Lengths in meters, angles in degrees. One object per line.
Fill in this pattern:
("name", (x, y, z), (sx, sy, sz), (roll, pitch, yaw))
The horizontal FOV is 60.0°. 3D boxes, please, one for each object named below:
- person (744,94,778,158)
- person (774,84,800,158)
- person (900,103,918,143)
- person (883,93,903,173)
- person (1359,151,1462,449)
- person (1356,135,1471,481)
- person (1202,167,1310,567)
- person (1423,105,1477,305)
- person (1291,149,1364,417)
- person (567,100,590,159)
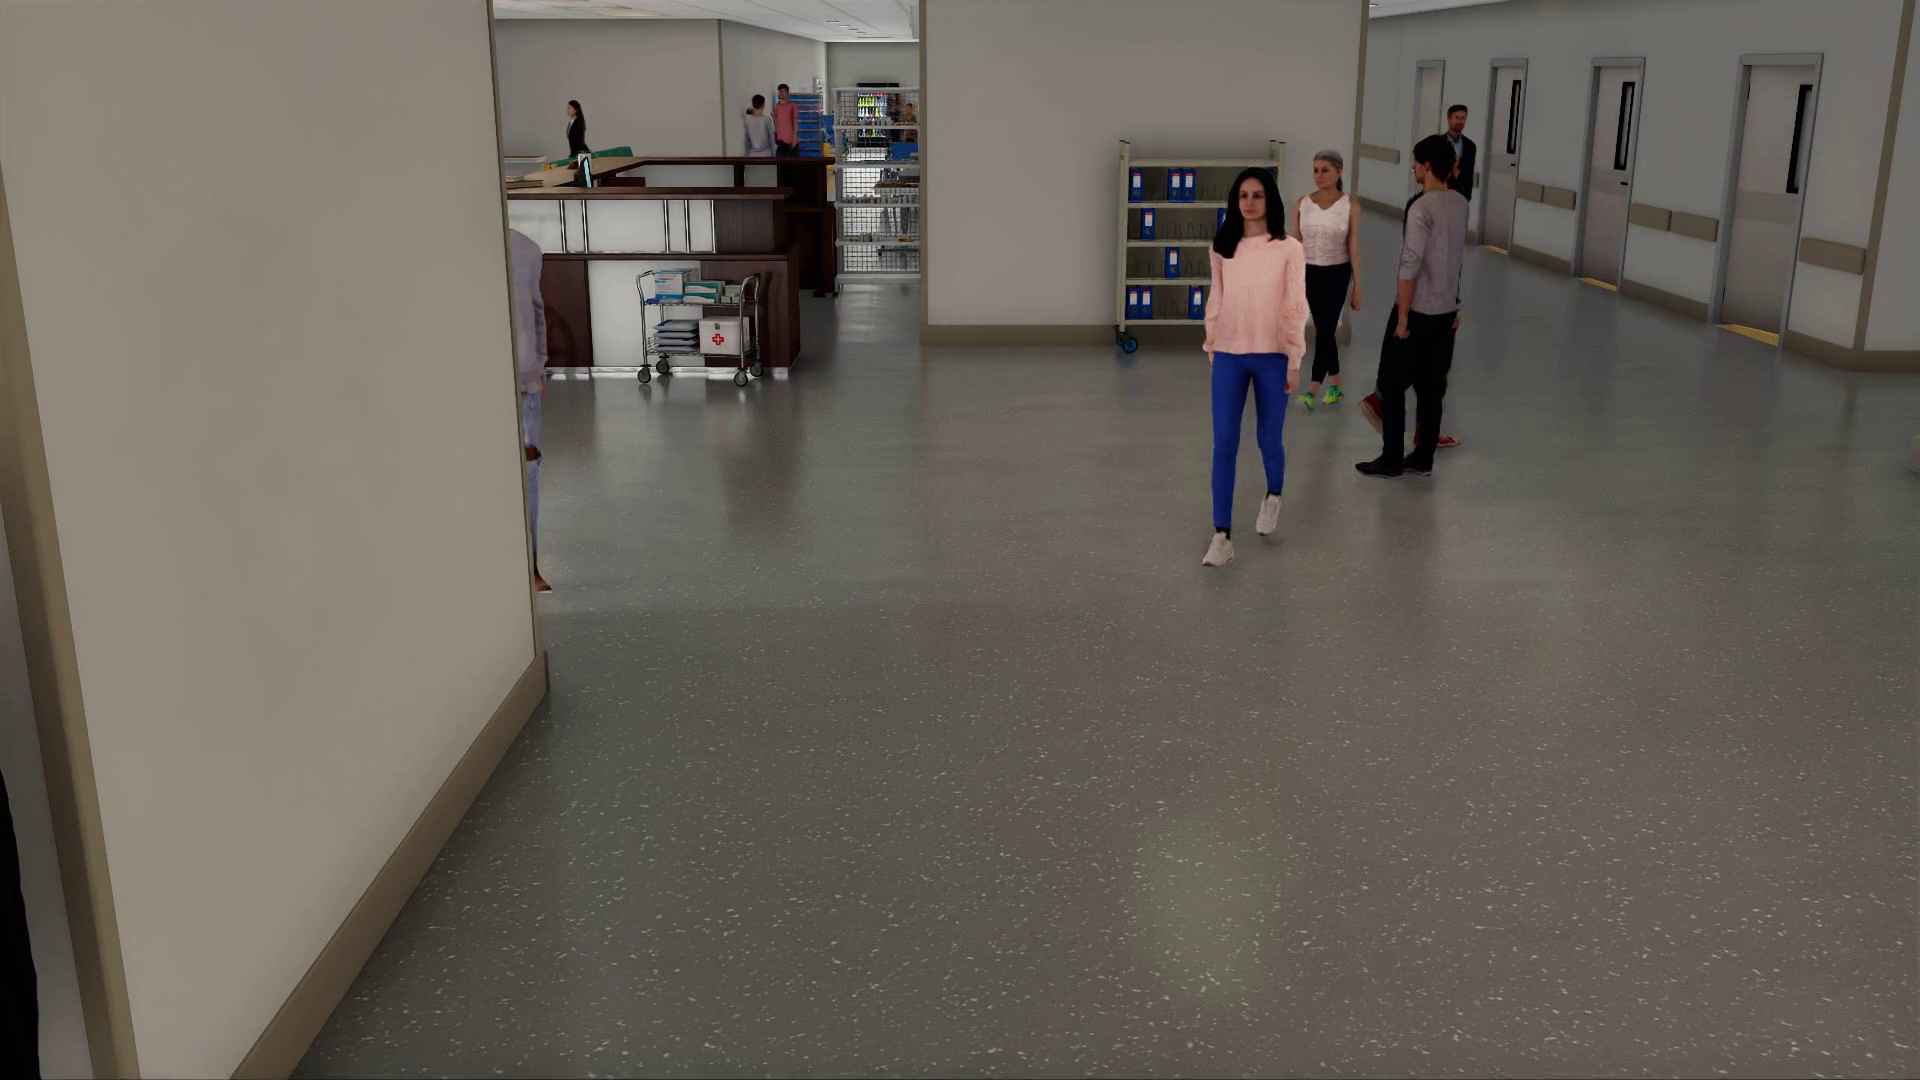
("person", (-2.877, -5.442, 23.883), (0.815, 1.837, 0.822), (5, 16, 17))
("person", (-2.940, -6.904, 28.930), (1.261, 1.912, 0.966), (5, 16, 17))
("person", (-1.202, -9.294, 38.299), (0.954, 1.429, 0.726), (2, 16, 7))
("person", (-1.427, -8.769, 35.923), (1.105, 1.708, 0.788), (2, 16, 9))
("person", (2.653, -1.376, 9.631), (0.884, 1.745, 0.712), (-3, 16, -10))
("person", (2.549, -1.239, 8.968), (0.766, 1.841, 0.844), (-13, 20, -38))
("person", (1.357, -0.777, 7.531), (1.172, 1.732, 1.029), (7, 17, 23))
("person", (4.609, -3.173, 15.875), (1.222, 1.816, 0.826), (3, 16, 9))
("person", (2.379, -1.636, 10.726), (1.196, 1.652, 1.102), (9, 18, 30))
("person", (-5.804, -5.890, 25.705), (1.055, 1.711, 0.941), (-11, 19, -34))
